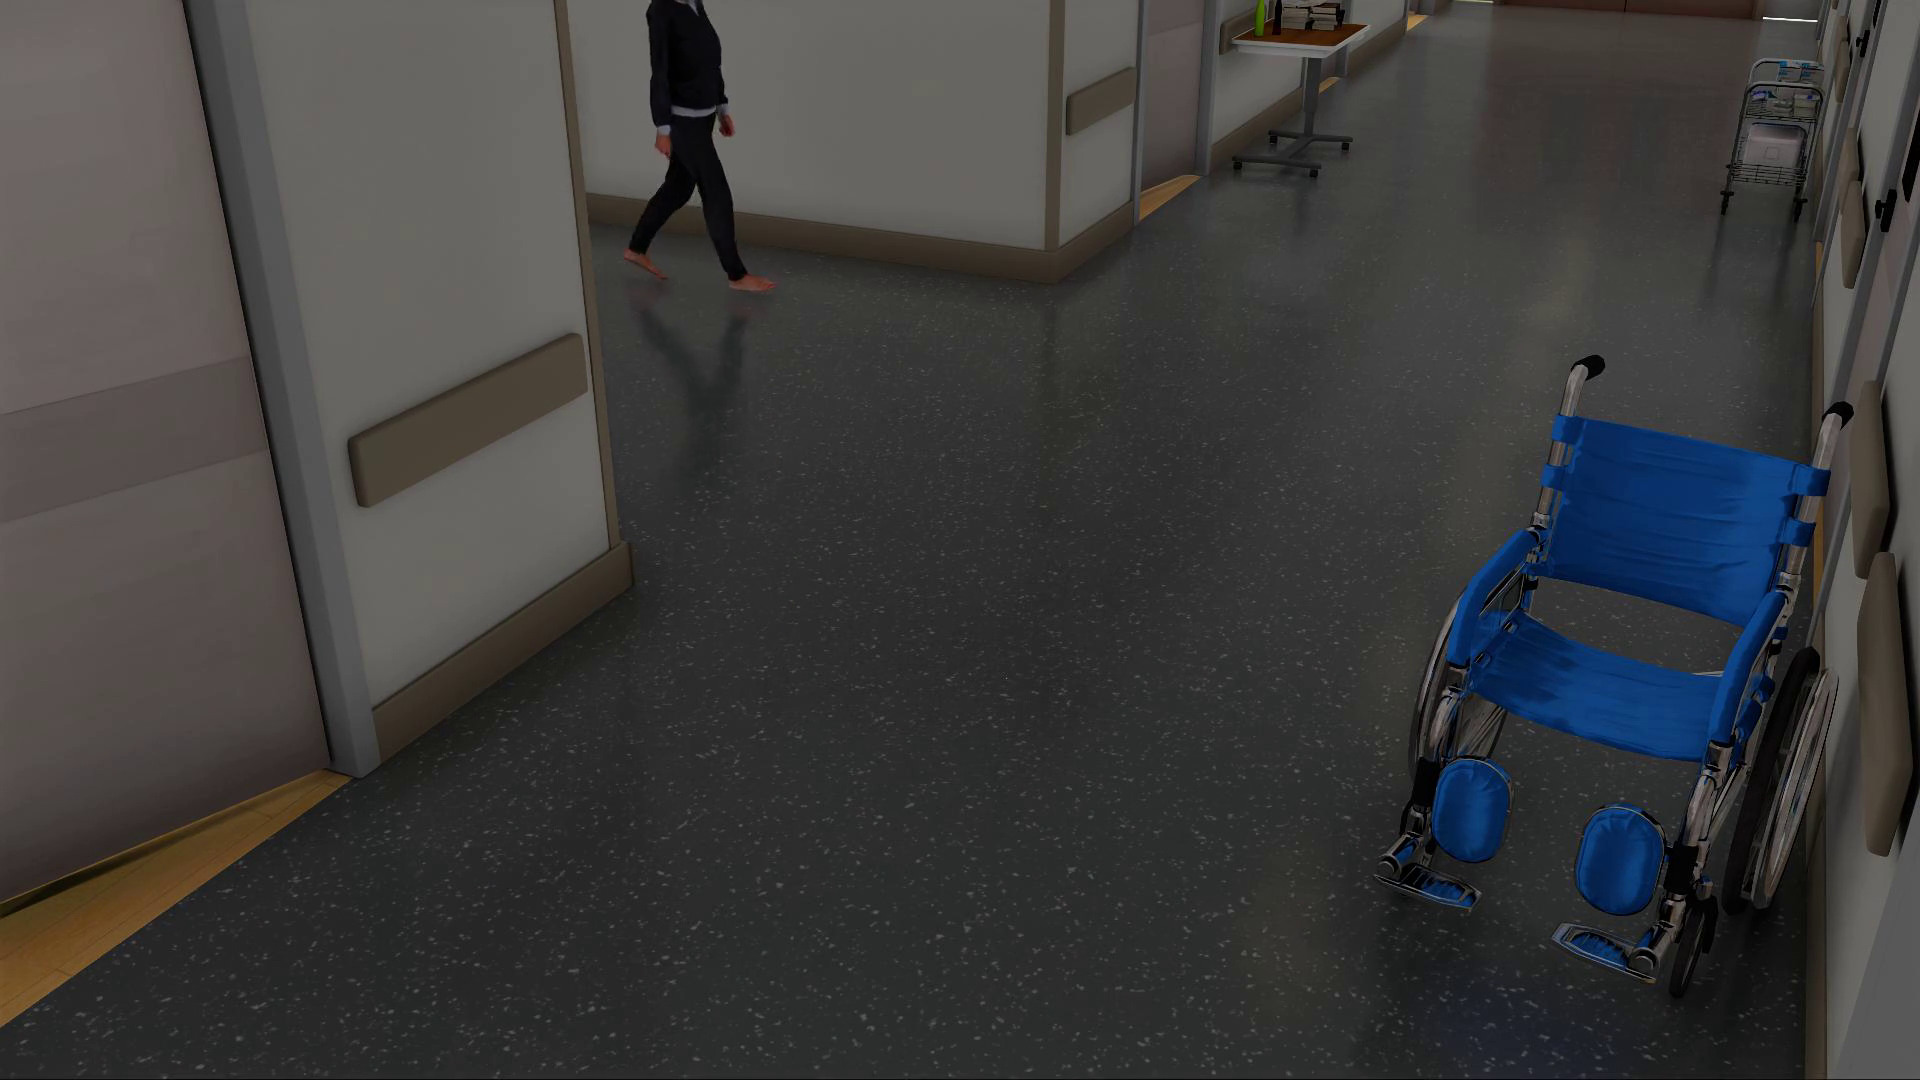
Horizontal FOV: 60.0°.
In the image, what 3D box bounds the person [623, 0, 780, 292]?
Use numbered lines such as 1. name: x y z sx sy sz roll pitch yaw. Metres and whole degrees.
1. person: -1.378 -2.031 7.961 0.814 1.695 1.066 6 26 13
